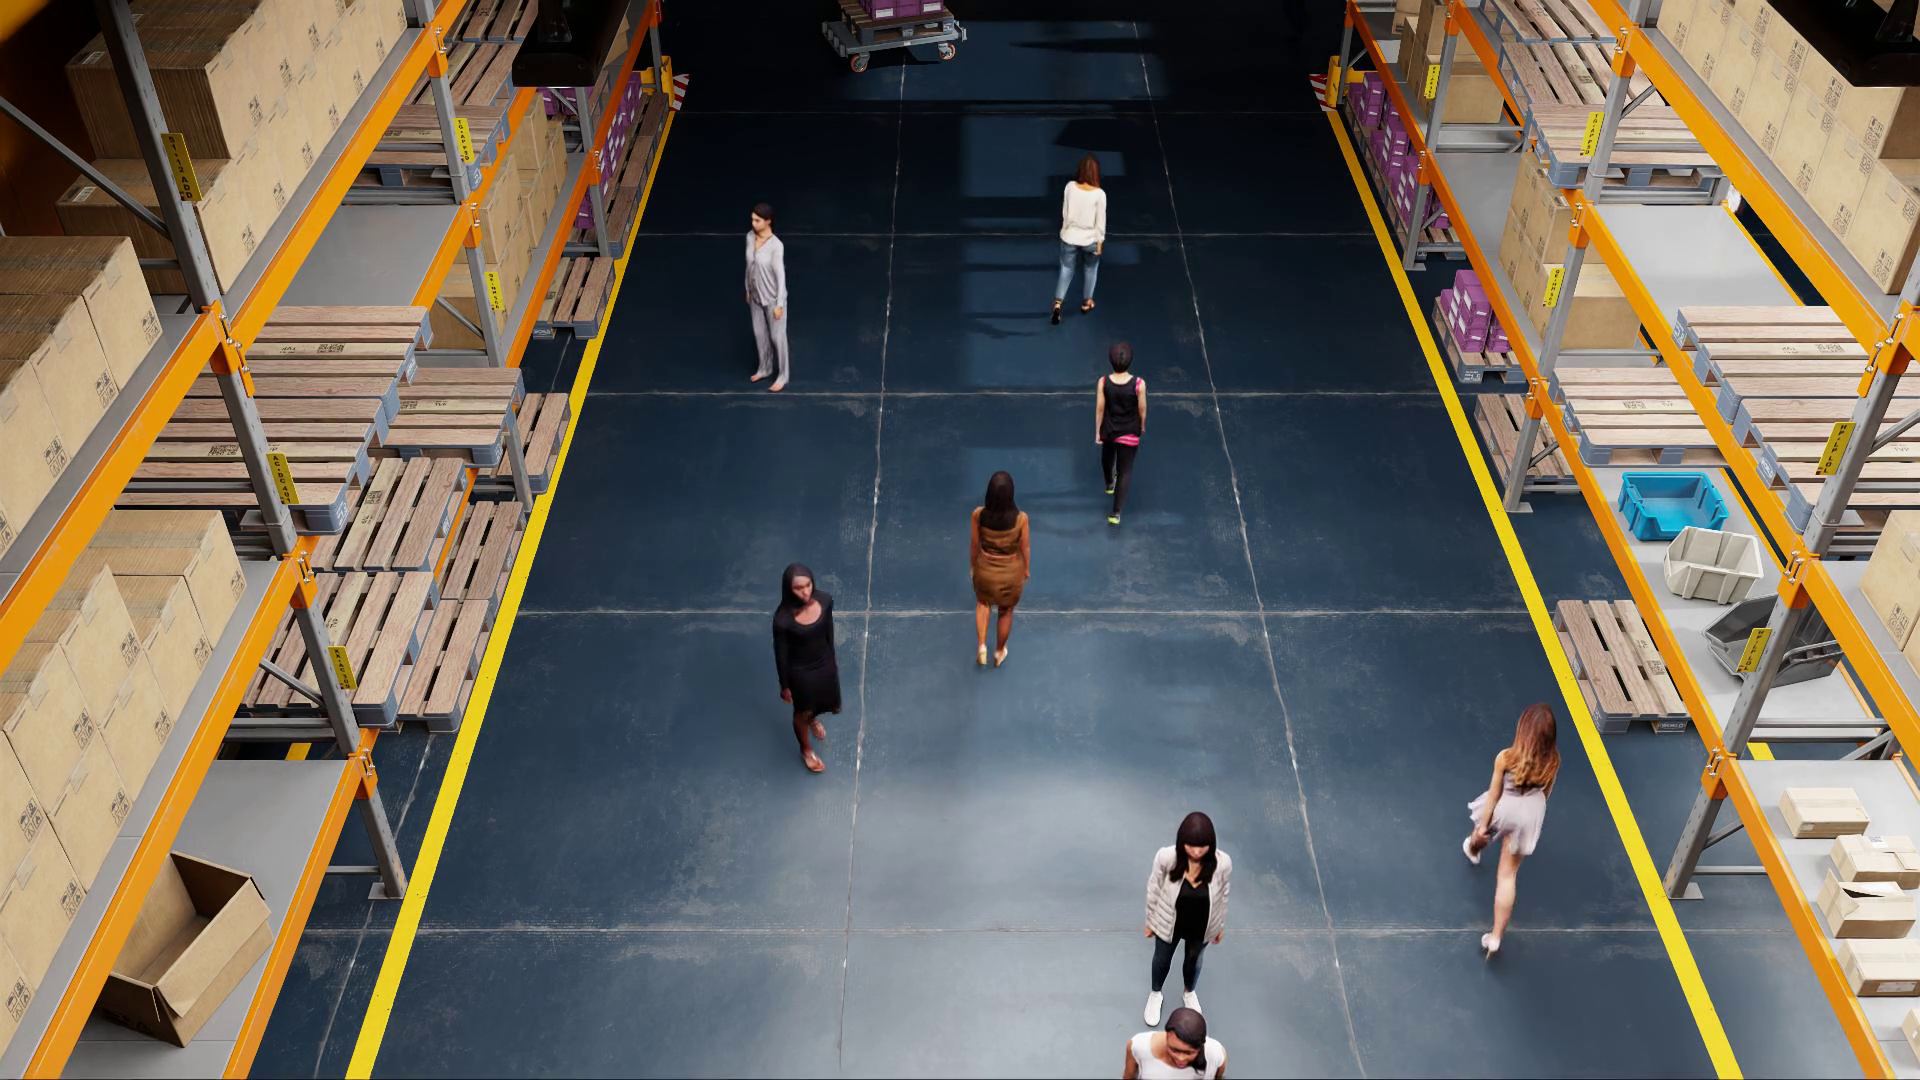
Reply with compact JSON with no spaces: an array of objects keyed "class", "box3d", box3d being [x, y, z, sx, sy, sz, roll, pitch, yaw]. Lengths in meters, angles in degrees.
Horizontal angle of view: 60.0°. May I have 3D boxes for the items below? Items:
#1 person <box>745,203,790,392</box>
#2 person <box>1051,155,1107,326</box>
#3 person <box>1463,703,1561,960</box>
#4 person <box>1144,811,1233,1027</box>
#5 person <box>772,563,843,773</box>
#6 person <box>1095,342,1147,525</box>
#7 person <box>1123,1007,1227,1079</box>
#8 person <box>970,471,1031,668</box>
[{"class":"person","box3d":[-1.682,-2.158,14.637,0.687,1.774,0.726,26,45,29]},{"class":"person","box3d":[1.089,-2.760,15.482,0.856,1.660,1.042,17,42,20]},{"class":"person","box3d":[3.260,1.742,9.808,0.617,1.706,1.162,3,39,3]},{"class":"person","box3d":[1.271,2.125,9.382,0.602,1.638,0.528,0,39,0]},{"class":"person","box3d":[-1.050,0.808,10.973,0.780,1.711,0.837,-26,45,-29]},{"class":"person","box3d":[1.260,-0.830,13.175,0.726,1.522,1.060,11,40,13]},{"class":"person","box3d":[1.054,2.911,8.358,0.651,1.688,0.601,2,39,2]},{"class":"person","box3d":[0.262,0.284,11.657,0.633,1.676,0.716,7,39,9]}]
